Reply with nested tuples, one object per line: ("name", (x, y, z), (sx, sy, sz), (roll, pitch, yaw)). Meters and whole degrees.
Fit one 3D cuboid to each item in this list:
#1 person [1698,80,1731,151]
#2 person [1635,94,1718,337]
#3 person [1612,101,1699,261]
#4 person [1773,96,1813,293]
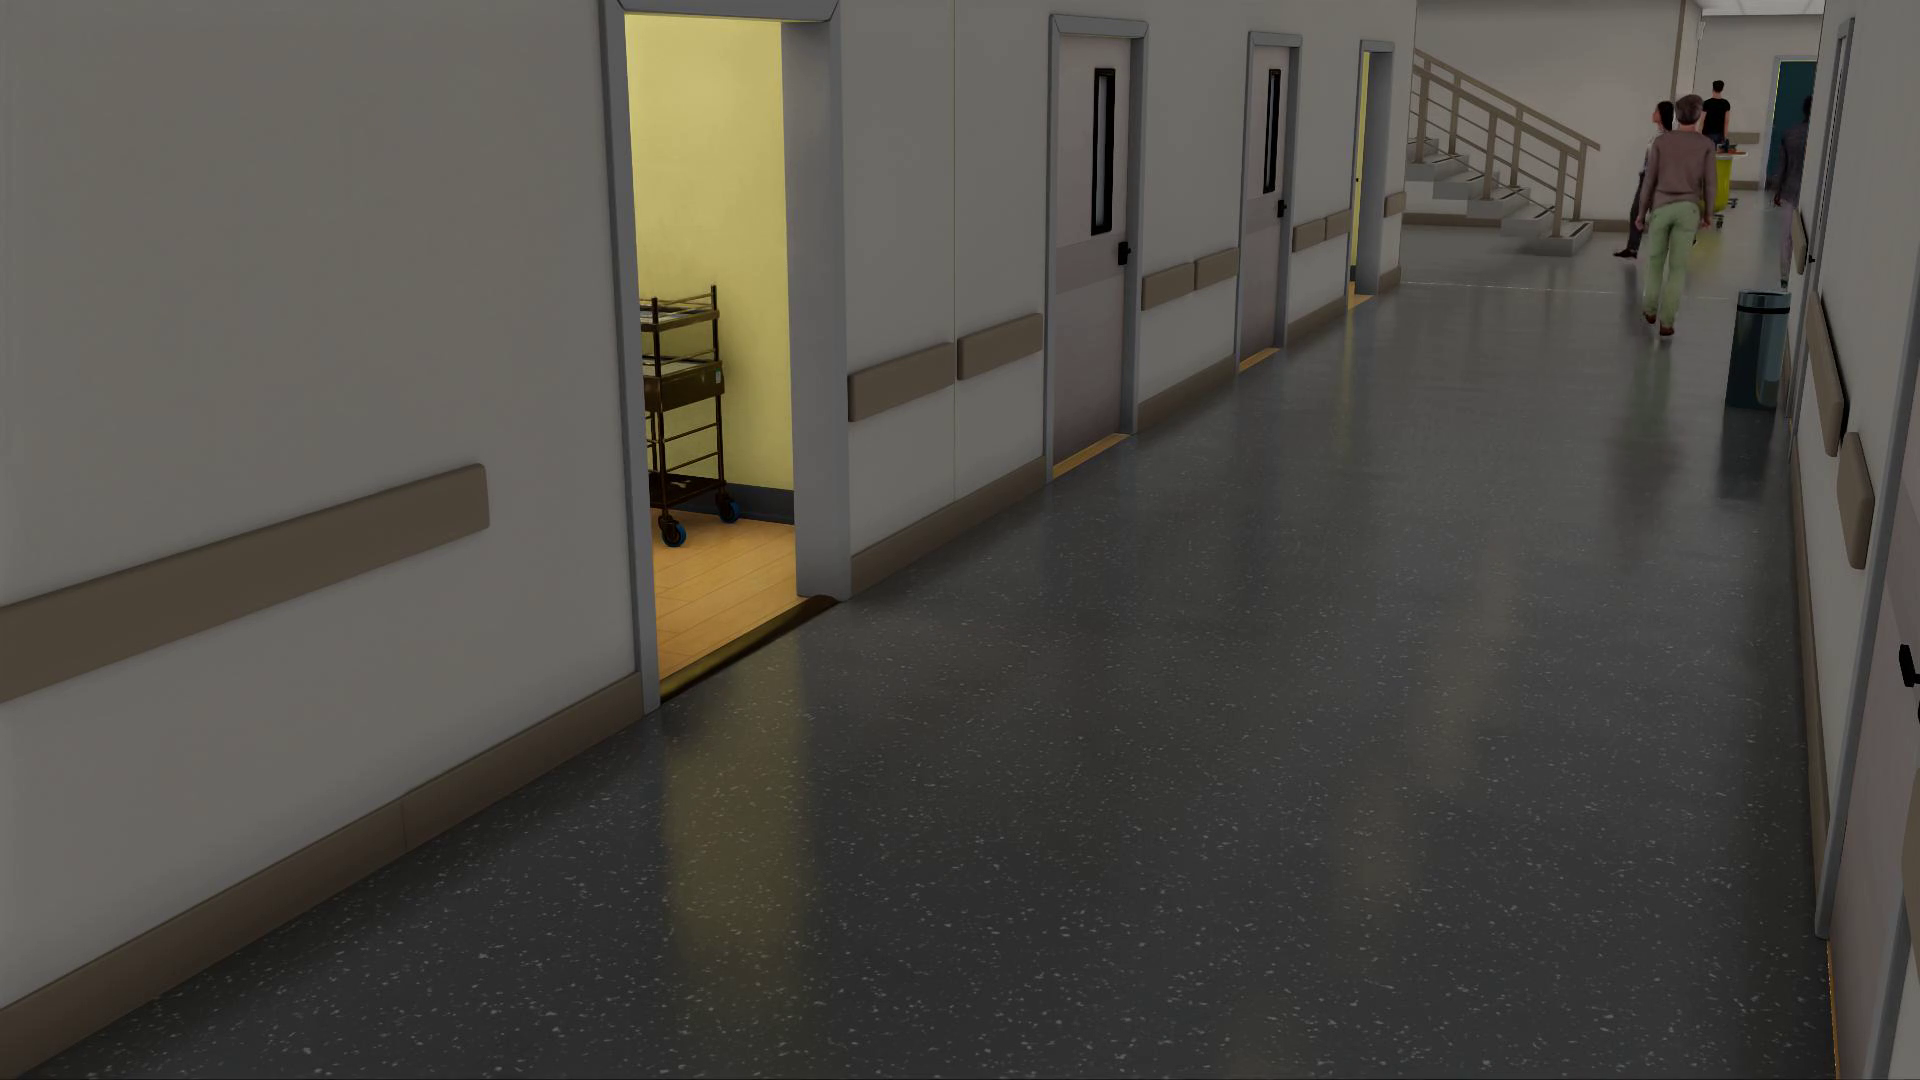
("person", (13.107, -7.030, 28.971), (0.631, 1.893, 0.794), (1, 16, 2))
("person", (5.594, -2.510, 13.037), (1.056, 1.839, 0.820), (8, 18, 27))
("person", (7.703, -3.896, 18.198), (1.104, 1.707, 0.677), (5, 17, 18))
("person", (7.848, -3.223, 15.591), (0.670, 1.825, 0.819), (14, 21, 41))
